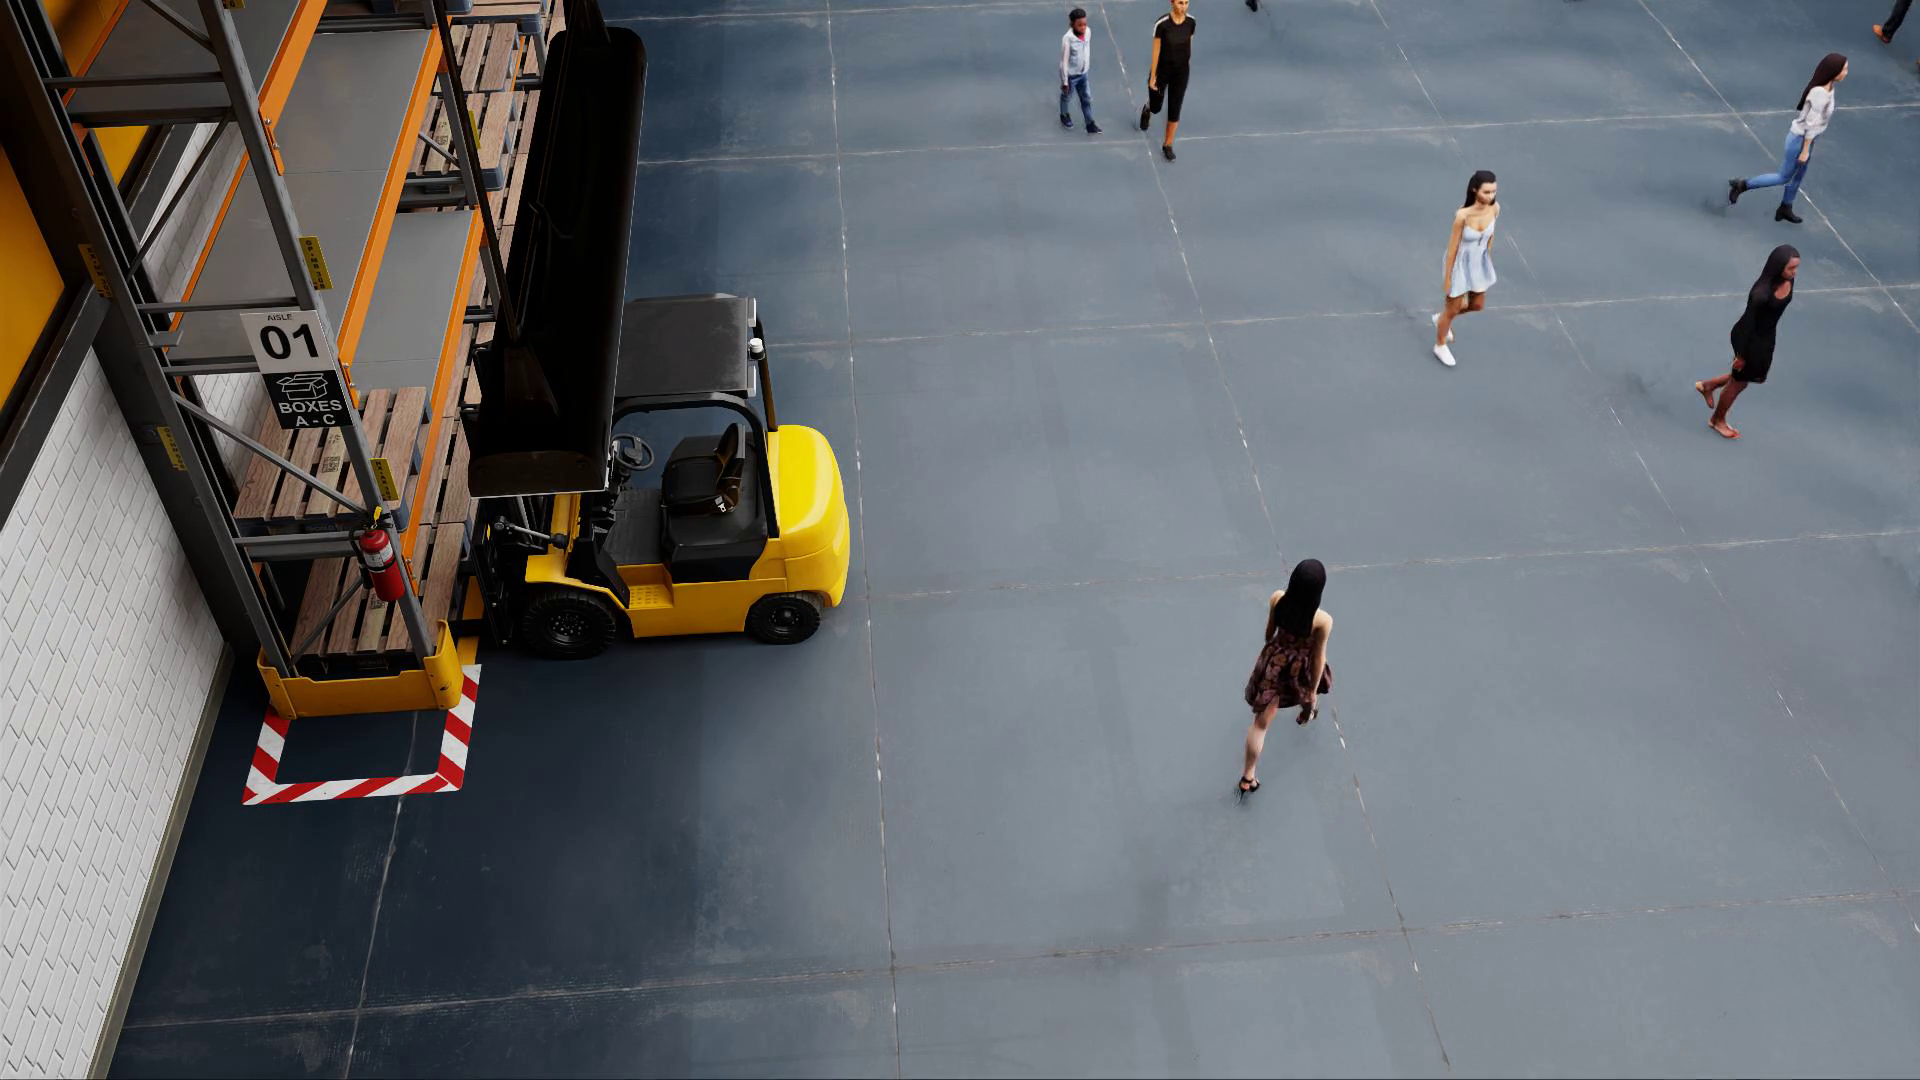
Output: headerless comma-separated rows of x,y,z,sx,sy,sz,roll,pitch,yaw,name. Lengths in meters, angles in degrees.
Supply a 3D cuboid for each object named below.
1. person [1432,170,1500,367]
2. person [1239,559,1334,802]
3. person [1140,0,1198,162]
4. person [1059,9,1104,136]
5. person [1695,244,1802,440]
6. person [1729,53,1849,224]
3.947,-2.205,13.190,0.726,1.723,0.797,-18,47,-18,person
1.920,0.863,9.978,1.088,1.712,1.215,26,49,24,person
1.925,-4.408,15.554,0.648,1.652,0.897,-9,44,-10,person
1.076,-4.534,15.987,0.700,1.237,0.874,-21,47,-21,person
5.861,-1.518,12.479,0.804,1.709,0.865,-32,52,-29,person
7.331,-3.526,14.655,0.971,1.615,0.980,20,47,20,person
